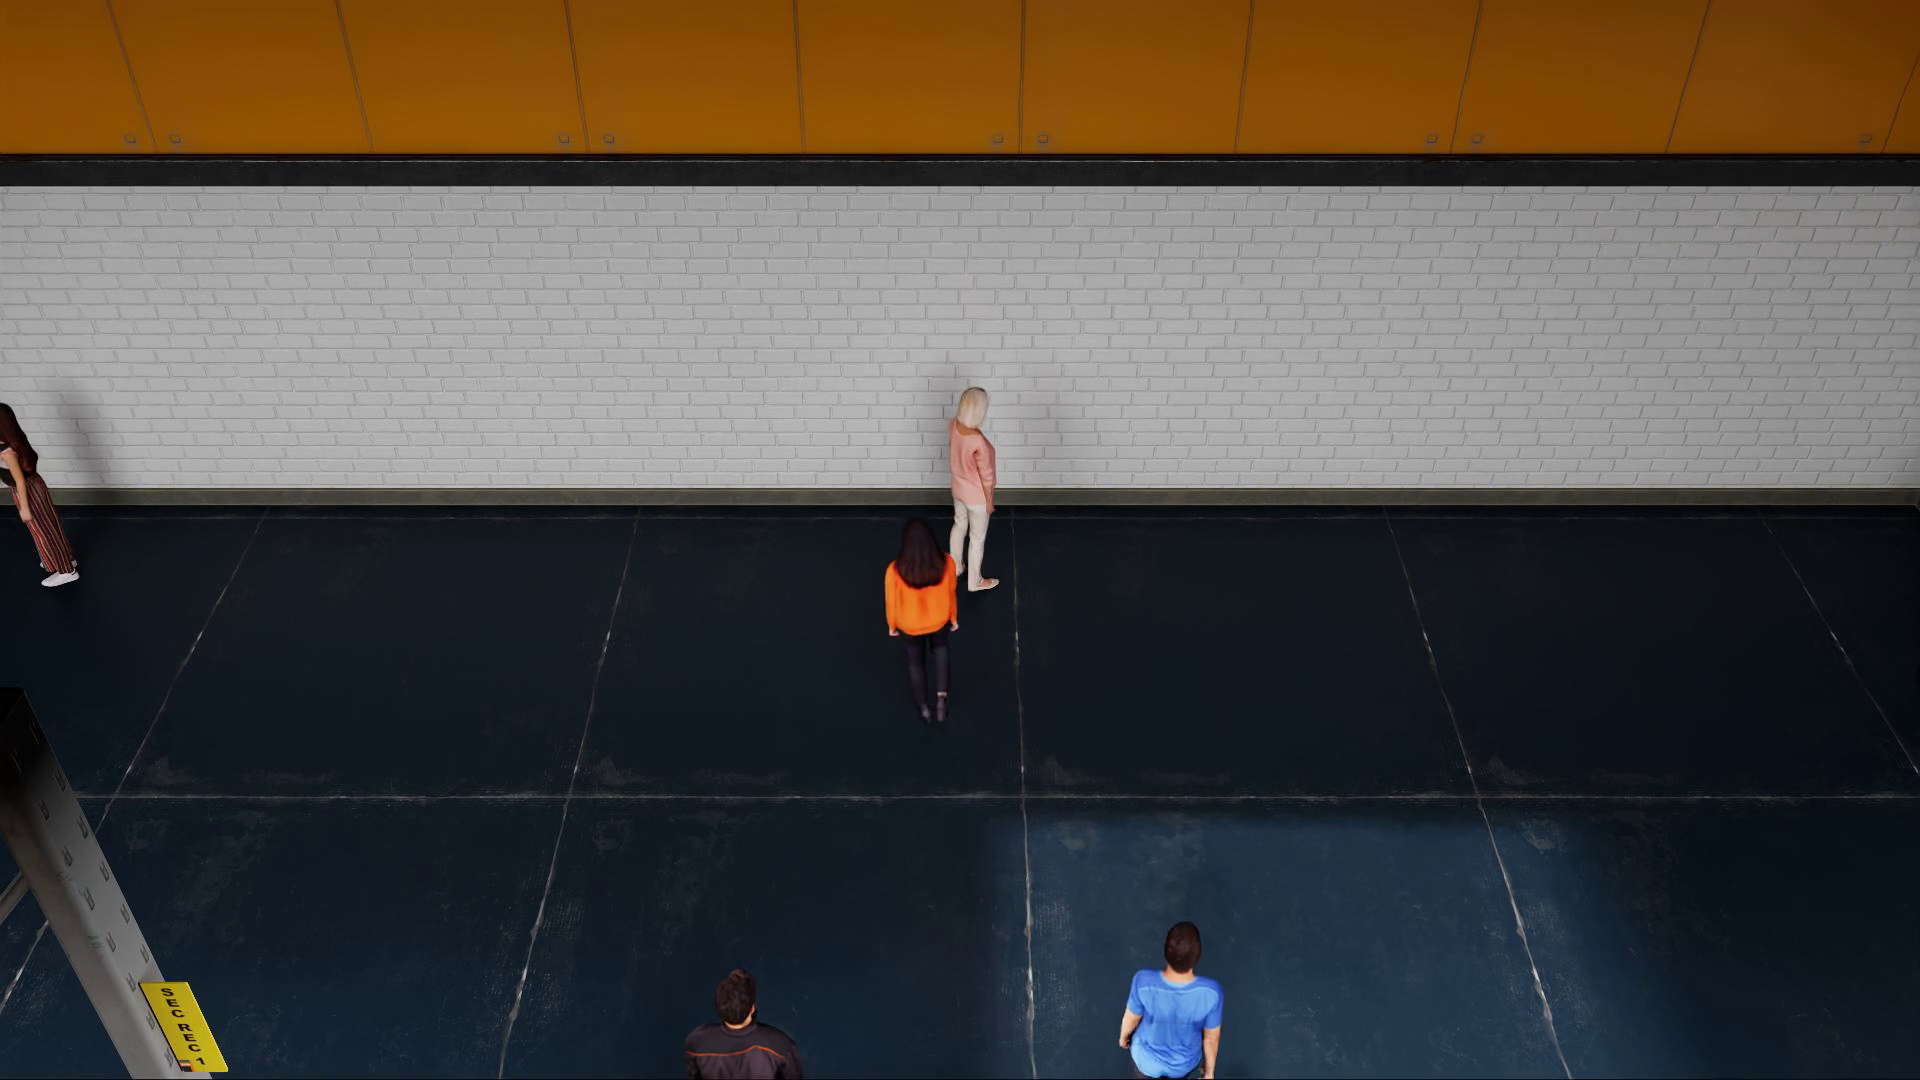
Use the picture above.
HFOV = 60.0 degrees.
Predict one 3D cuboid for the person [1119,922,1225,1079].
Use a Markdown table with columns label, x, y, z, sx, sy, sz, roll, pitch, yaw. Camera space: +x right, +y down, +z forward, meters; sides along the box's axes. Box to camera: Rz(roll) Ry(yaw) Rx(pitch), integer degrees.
| label | x | y | z | sx | sy | sz | roll | pitch | yaw |
| --- | --- | --- | --- | --- | --- | --- | --- | --- | --- |
| person | 1.022 | 2.671 | 8.287 | 0.689 | 1.813 | 1.203 | 2 | 39 | 3 |

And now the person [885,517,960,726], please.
| label | x | y | z | sx | sy | sz | roll | pitch | yaw |
| --- | --- | --- | --- | --- | --- | --- | --- | --- | --- |
| person | -0.212 | 0.598 | 10.944 | 0.713 | 1.736 | 0.736 | -10 | 40 | -12 |

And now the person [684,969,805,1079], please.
| label | x | y | z | sx | sy | sz | roll | pitch | yaw |
| --- | --- | --- | --- | --- | --- | --- | --- | --- | --- |
| person | -1.012 | 2.756 | 8.073 | 0.696 | 1.946 | 0.578 | 1 | 39 | 2 |

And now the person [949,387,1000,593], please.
| label | x | y | z | sx | sy | sz | roll | pitch | yaw |
| --- | --- | --- | --- | --- | --- | --- | --- | --- | --- |
| person | 0.082 | -0.379 | 12.176 | 0.745 | 1.725 | 0.652 | -24 | 45 | -27 |

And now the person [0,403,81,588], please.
| label | x | y | z | sx | sy | sz | roll | pitch | yaw |
| --- | --- | --- | --- | --- | --- | --- | --- | --- | --- |
| person | -6.875 | -0.357 | 12.278 | 0.685 | 1.564 | 0.577 | -15 | 41 | -18 |
